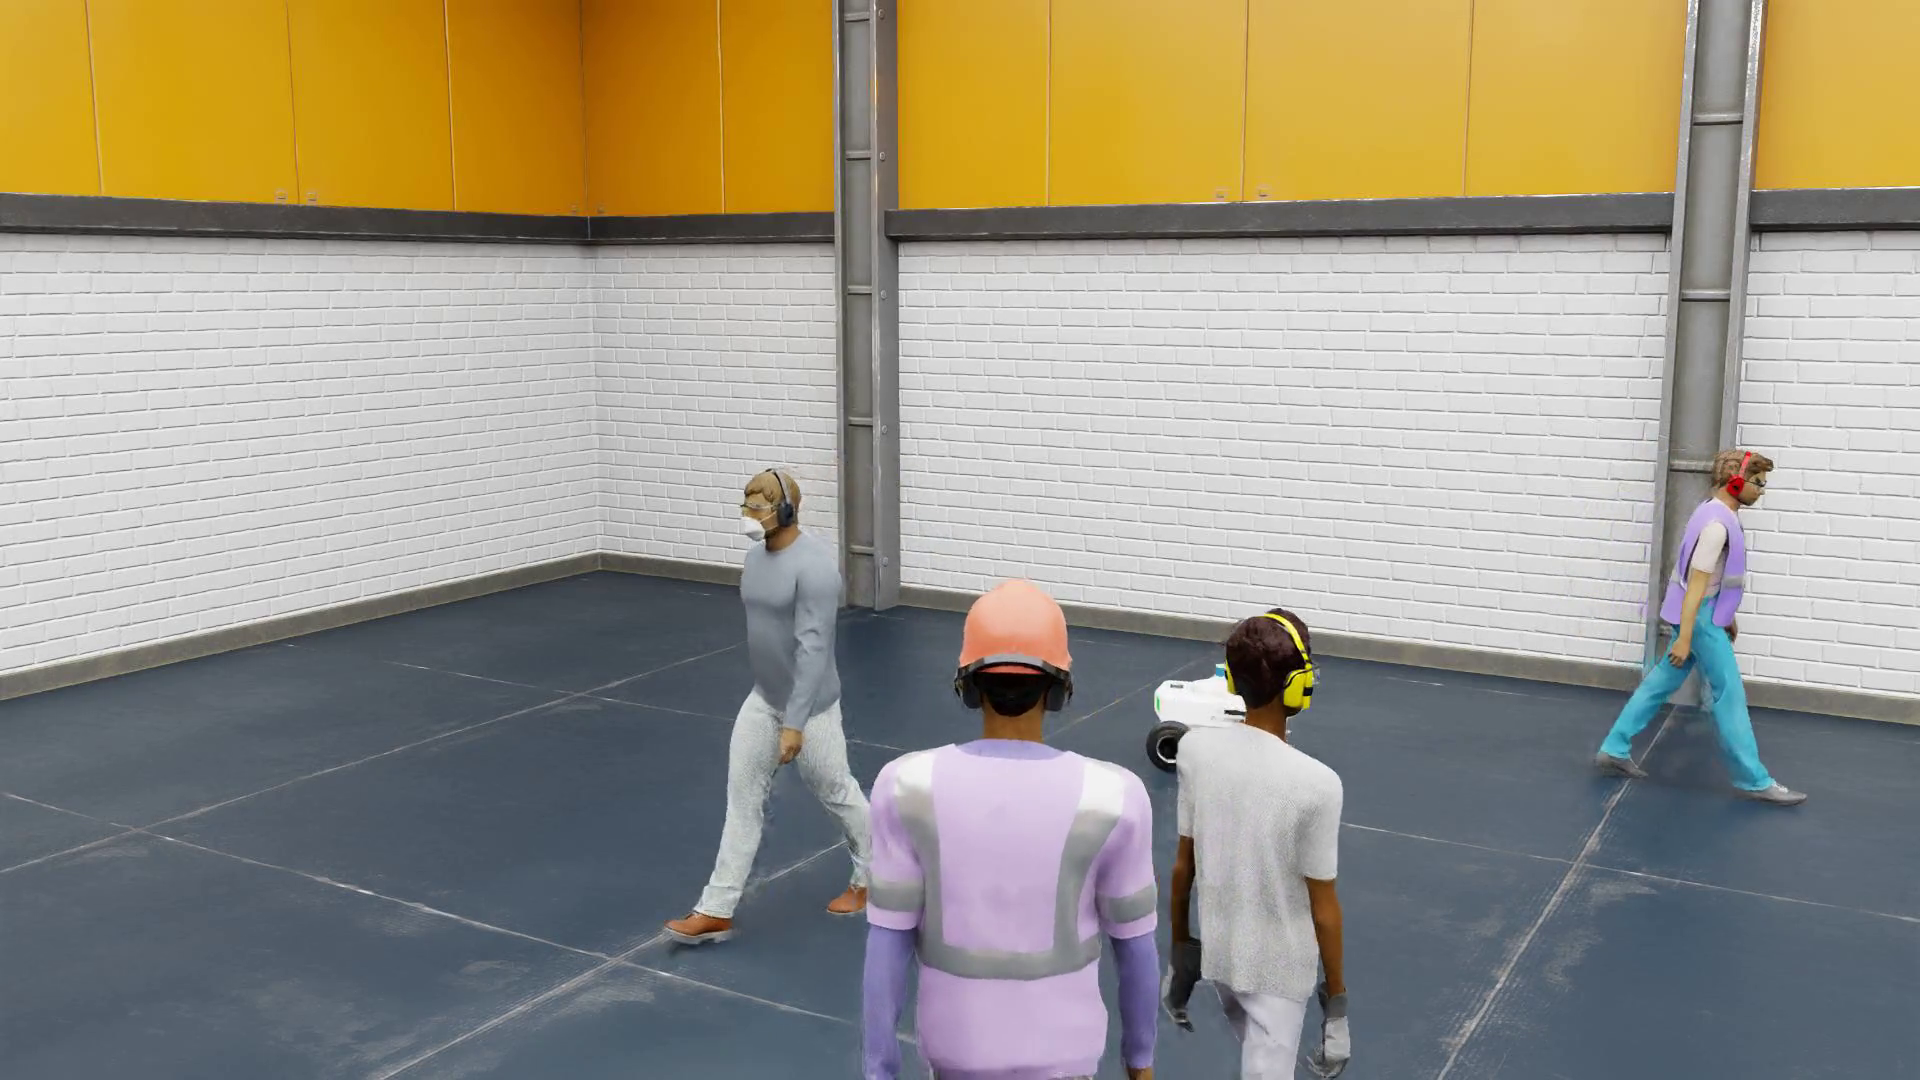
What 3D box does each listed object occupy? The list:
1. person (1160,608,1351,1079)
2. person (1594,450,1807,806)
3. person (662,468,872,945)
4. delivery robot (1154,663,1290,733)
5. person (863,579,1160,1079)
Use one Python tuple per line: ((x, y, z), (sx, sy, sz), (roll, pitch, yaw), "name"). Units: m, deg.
((0.698, 1.083, 4.103), (0.877, 1.844, 0.524), (-7, 12, -38), "person")
((3.752, 0.418, 8.423), (0.998, 1.786, 0.643), (4, 10, 25), "person")
((-0.690, 0.656, 6.628), (1.017, 1.893, 0.644), (-8, 12, -39), "person")
((1.414, 0.905, 8.902), (0.707, 0.478, 0.477), (3, 10, 20), "delivery robot")
((0.123, 1.071, 3.692), (0.628, 1.984, 1.083), (2, 9, 10), "person")
